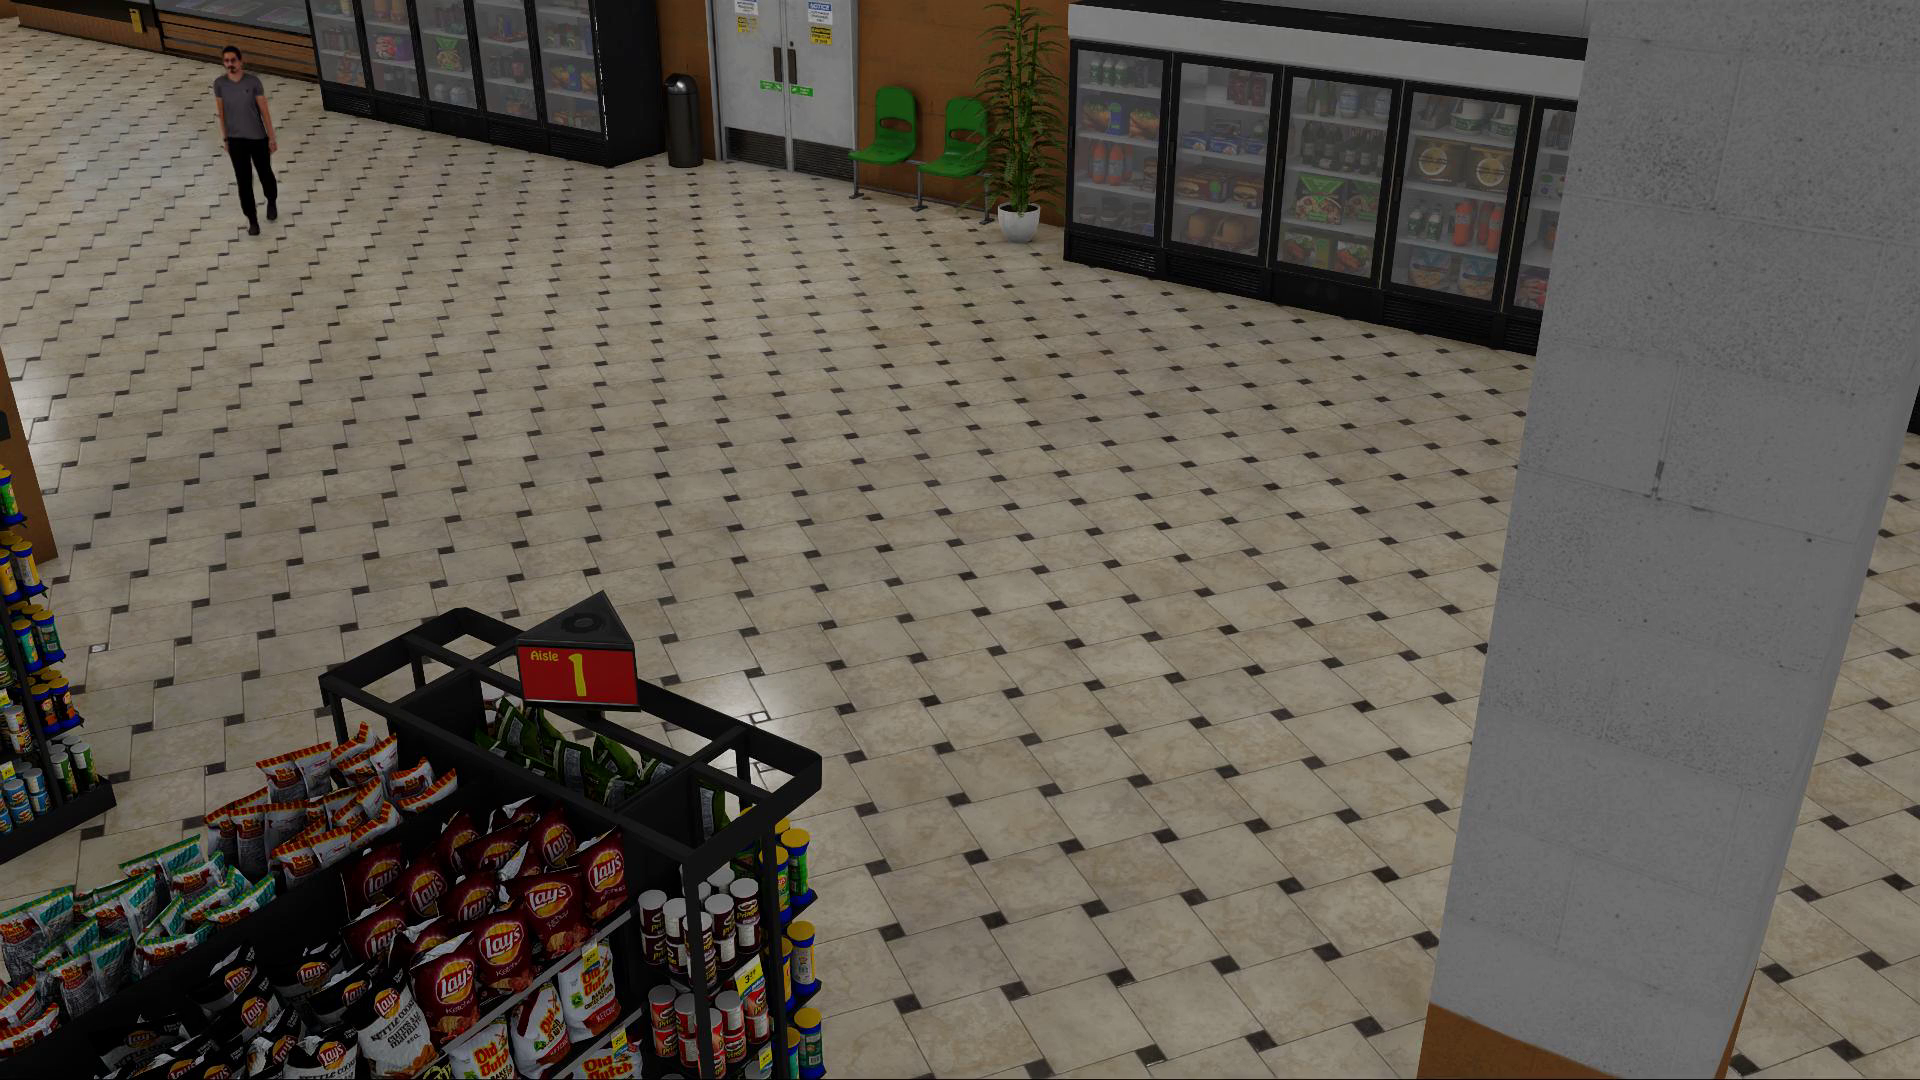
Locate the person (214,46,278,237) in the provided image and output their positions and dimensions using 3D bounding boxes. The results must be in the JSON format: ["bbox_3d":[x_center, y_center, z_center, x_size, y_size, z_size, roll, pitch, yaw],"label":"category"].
[{"bbox_3d":[-6.861,-3.879,16.071,1.152,1.719,1.137,-8,28,-15],"label":"person"}]
